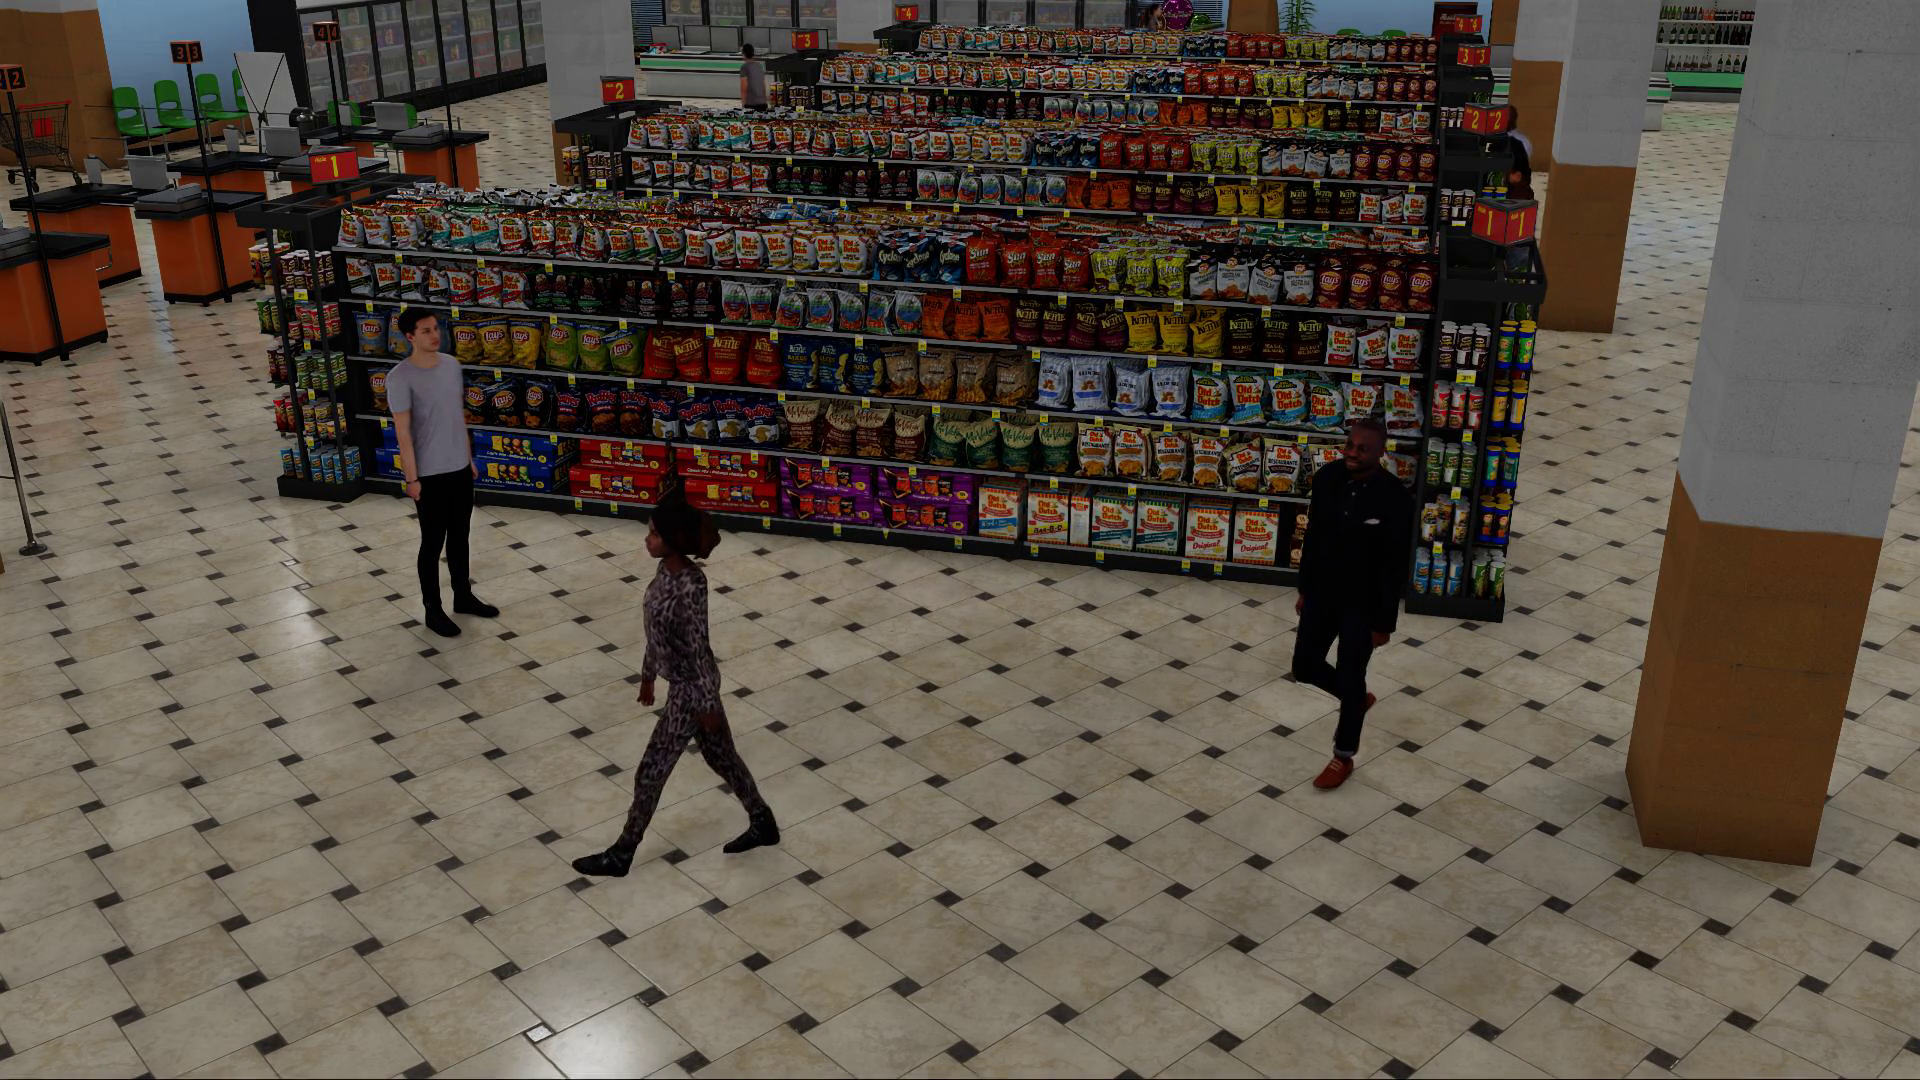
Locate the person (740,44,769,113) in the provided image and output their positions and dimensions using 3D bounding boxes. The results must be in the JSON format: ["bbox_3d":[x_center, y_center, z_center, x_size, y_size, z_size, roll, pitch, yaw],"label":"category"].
[{"bbox_3d":[-2.938,-6.350,24.341,0.775,1.737,0.707,12,25,28],"label":"person"}]

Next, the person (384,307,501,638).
[{"bbox_3d":[-2.941,-0.403,9.372,0.636,1.864,0.714,12,25,26],"label":"person"}]

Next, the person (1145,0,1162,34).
[{"bbox_3d":[3.679,-9.690,32.762,0.726,1.658,0.624,5,22,12],"label":"person"}]

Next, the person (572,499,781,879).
[{"bbox_3d":[-1.056,0.649,7.027,1.191,1.660,1.040,-9,24,-21],"label":"person"}]

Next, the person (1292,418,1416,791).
[{"bbox_3d":[1.860,0.274,7.765,0.987,1.804,0.935,-18,28,-37],"label":"person"}]

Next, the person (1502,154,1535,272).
[{"bbox_3d":[4.986,-2.512,14.772,1.022,1.751,1.101,-15,26,-33],"label":"person"}]

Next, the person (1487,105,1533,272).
[{"bbox_3d":[5.818,-3.651,17.531,0.904,1.806,0.848,-15,26,-32],"label":"person"}]
